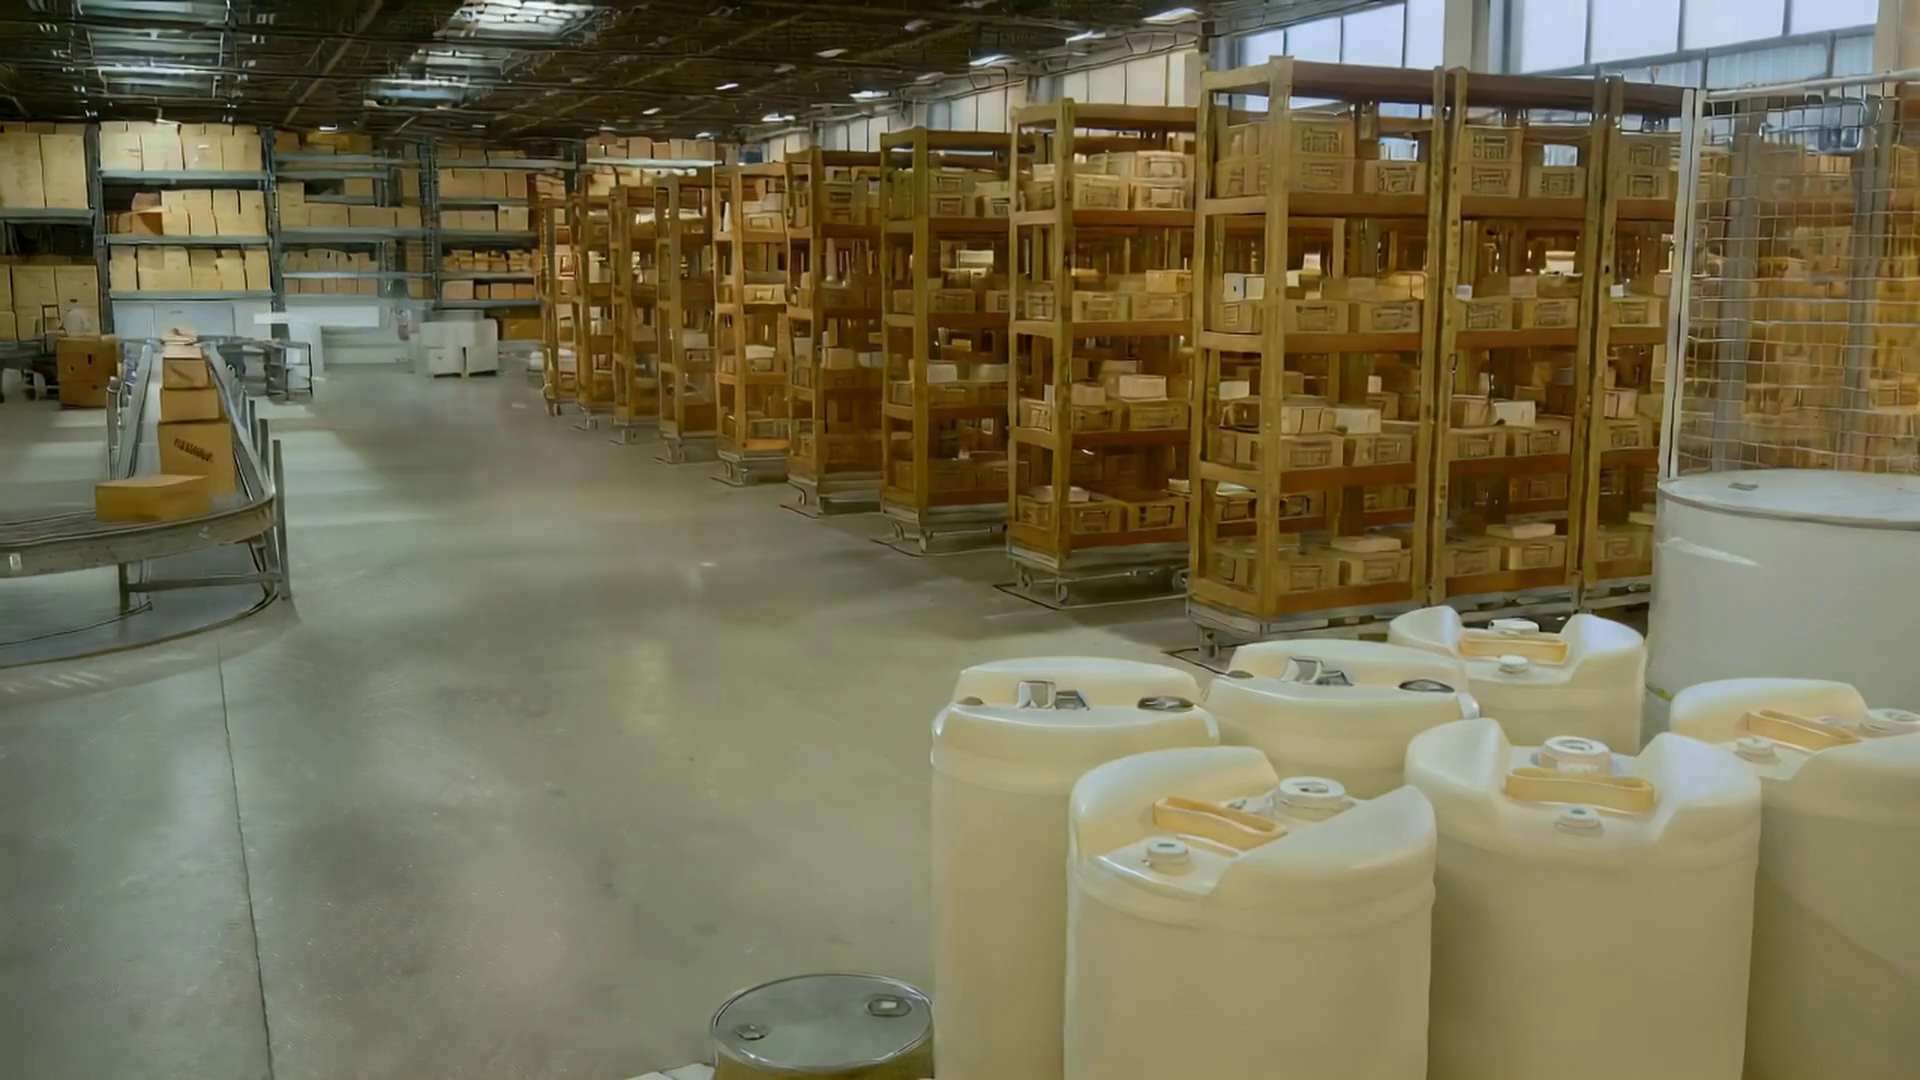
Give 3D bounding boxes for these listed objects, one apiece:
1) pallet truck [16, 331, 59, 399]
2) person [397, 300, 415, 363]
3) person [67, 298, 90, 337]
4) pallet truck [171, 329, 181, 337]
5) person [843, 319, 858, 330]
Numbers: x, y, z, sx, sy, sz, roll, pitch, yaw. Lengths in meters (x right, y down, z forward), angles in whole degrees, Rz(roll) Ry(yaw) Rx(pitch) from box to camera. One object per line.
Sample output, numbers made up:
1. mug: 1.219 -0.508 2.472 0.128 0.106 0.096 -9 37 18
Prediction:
1. pallet truck: -17.082 -3.353 31.781 1.630 1.274 0.653 -4 10 -25
2. person: -14.787 -5.538 44.214 0.368 1.666 0.567 0 9 0
3. person: -20.227 -4.640 38.166 0.404 1.824 0.591 3 10 17
4. pallet truck: -17.275 -3.851 35.096 1.601 1.201 0.680 0 9 1
5. person: -1.982 -3.464 30.519 0.597 1.925 0.639 5 10 27
